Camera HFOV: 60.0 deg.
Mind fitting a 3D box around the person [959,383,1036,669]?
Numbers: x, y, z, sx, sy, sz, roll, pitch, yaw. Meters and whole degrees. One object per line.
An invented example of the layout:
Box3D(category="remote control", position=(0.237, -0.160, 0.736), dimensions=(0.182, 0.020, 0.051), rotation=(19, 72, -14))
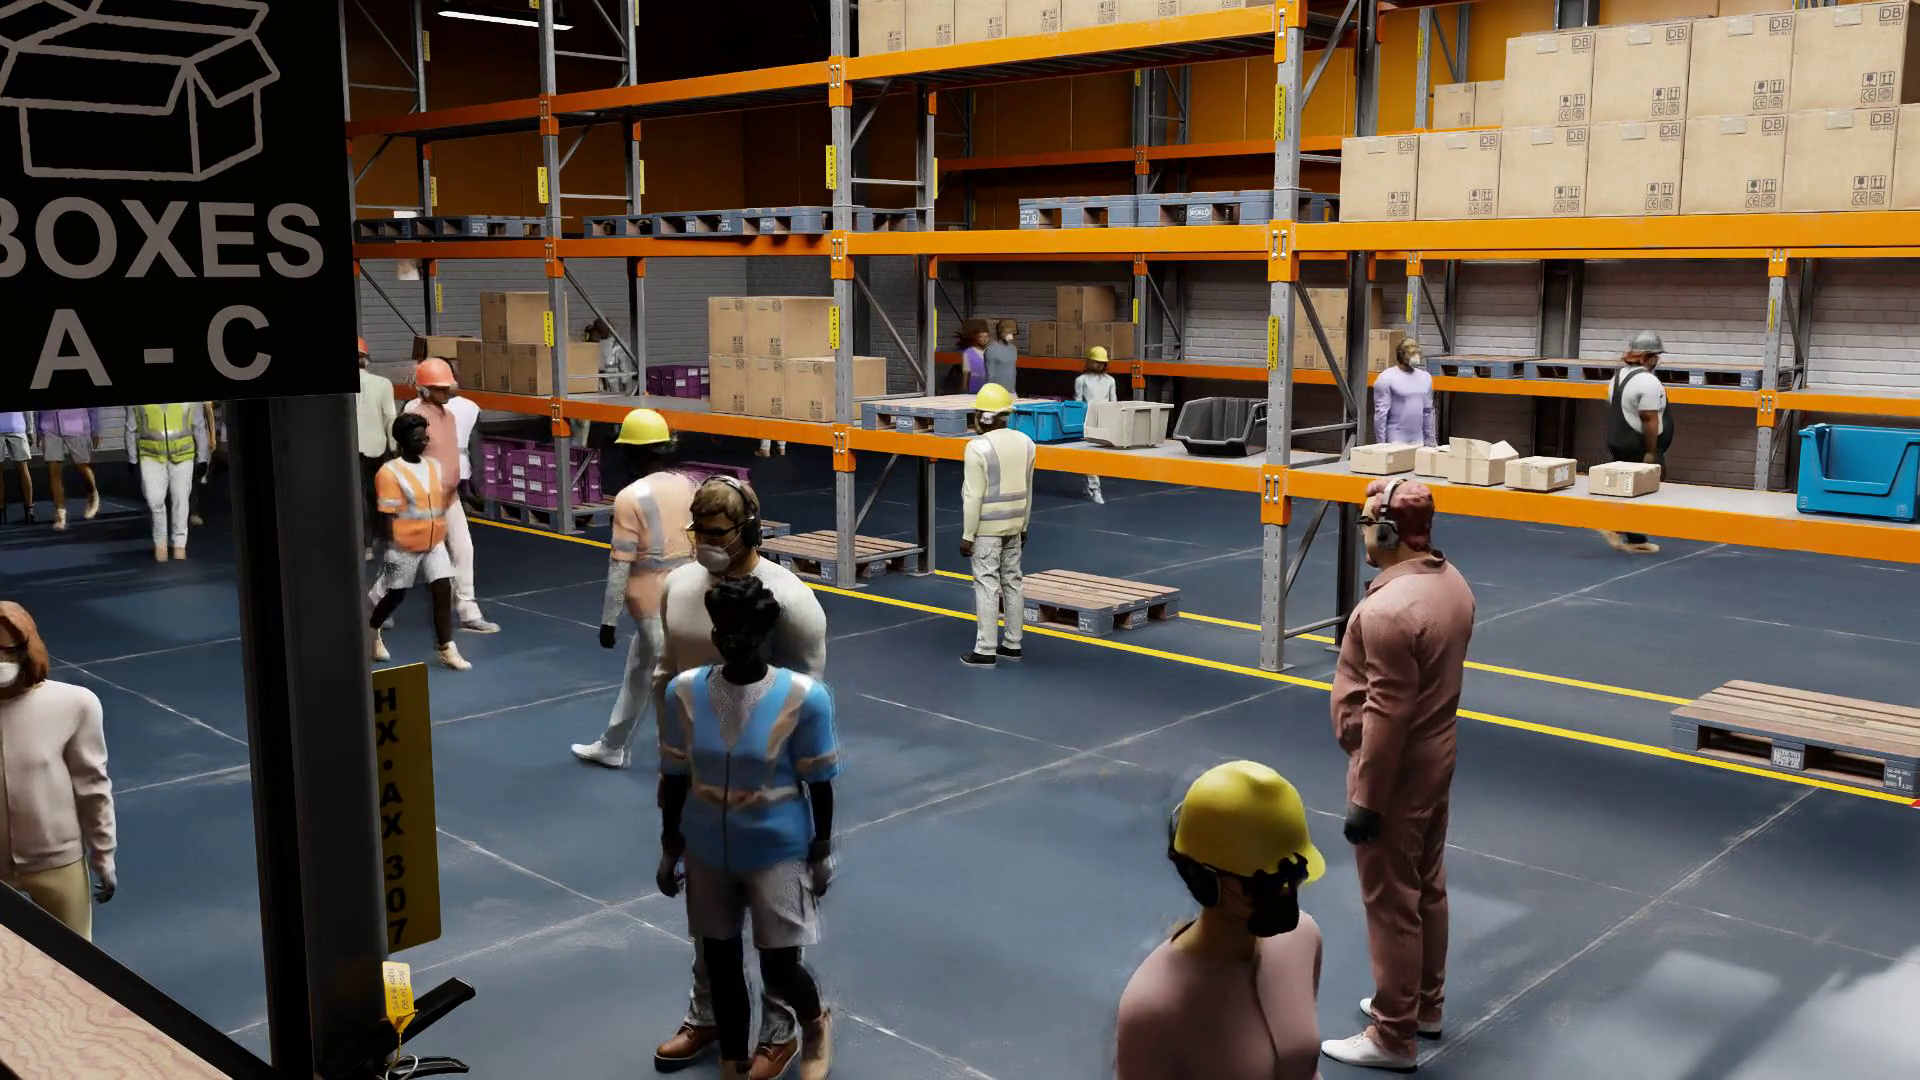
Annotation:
Box3D(category="person", position=(0.217, -0.091, 10.705), dimensions=(0.404, 1.831, 0.600), rotation=(9, 13, 43))

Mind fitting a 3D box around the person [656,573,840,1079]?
Box3D(category="person", position=(-0.626, 0.920, 4.950), dimensions=(0.542, 1.687, 0.382), rotation=(3, 10, 16))

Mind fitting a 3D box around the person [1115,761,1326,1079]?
Box3D(category="person", position=(0.469, 1.223, 2.893), dimensions=(0.540, 1.750, 0.387), rotation=(-8, 12, -42))

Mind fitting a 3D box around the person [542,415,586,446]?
Box3D(category="person", position=(-4.786, -1.510, 20.051), dimensions=(0.563, 1.607, 0.486), rotation=(1, 9, 7))

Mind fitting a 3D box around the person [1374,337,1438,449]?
Box3D(category="person", position=(4.124, -0.904, 15.383), dimensions=(0.689, 1.939, 0.422), rotation=(-5, 10, -27))

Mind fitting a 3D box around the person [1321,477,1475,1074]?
Box3D(category="person", position=(1.390, 0.745, 5.363), dimensions=(0.402, 1.904, 0.652), rotation=(6, 11, 34))

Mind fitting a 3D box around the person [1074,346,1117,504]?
Box3D(category="person", position=(1.496, -1.275, 18.399), dimensions=(0.505, 1.725, 0.749), rotation=(-4, 10, -21))

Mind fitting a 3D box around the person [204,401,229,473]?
Box3D(category="person", position=(-9.301, -1.699, 20.484), dimensions=(0.629, 1.872, 0.968), rotation=(1, 9, 3))

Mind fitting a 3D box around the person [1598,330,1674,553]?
Box3D(category="person", position=(6.019, -0.862, 14.799), dimensions=(0.623, 2.000, 0.701), rotation=(-1, 9, -7))

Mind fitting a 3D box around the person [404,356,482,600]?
Box3D(category="person", position=(-3.940, -0.456, 12.748), dimensions=(0.604, 1.897, 0.650), rotation=(-7, 12, -38))

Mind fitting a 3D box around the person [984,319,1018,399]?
Box3D(category="person", position=(0.503, -1.848, 21.205), dimensions=(0.530, 1.923, 0.632), rotation=(8, 12, 40))

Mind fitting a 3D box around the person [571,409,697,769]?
Box3D(category="person", position=(-1.551, 0.286, 8.266), dimensions=(0.980, 1.871, 0.604), rotation=(4, 10, 21))

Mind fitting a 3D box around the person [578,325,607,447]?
Box3D(category="person", position=(-4.799, -1.854, 21.508), dimensions=(0.563, 1.829, 0.792), rotation=(-7, 12, -37))

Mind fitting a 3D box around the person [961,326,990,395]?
Box3D(category="person", position=(0.211, -1.949, 22.170), dimensions=(0.576, 1.818, 0.867), rotation=(-7, 12, -38))

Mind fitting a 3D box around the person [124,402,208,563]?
Box3D(category="person", position=(-6.895, -0.706, 14.491), dimensions=(0.660, 1.823, 0.595), rotation=(-5, 11, -28))

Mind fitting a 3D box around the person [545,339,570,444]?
Box3D(category="person", position=(-5.866, -2.311, 24.037), dimensions=(0.613, 1.918, 0.830), rotation=(2, 9, 10))

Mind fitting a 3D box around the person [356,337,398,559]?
Box3D(category="person", position=(-5.393, -0.839, 14.919), dimensions=(0.633, 1.941, 0.996), rotation=(-5, 10, -27))

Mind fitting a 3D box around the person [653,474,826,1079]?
Box3D(category="person", position=(-0.711, 0.751, 5.235), dimensions=(0.629, 1.936, 0.373), rotation=(5, 11, 30))

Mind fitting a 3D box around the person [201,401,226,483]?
Box3D(category="person", position=(-8.815, -1.573, 19.923), dimensions=(0.482, 1.817, 0.960), rotation=(7, 11, 35))

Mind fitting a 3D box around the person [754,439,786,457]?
Box3D(category="person", position=(-2.610, -2.064, 22.773), dimensions=(0.633, 1.842, 0.429), rotation=(-9, 13, -43))

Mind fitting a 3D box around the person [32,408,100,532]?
Box3D(category="person", position=(-8.863, -1.125, 16.521), dimensions=(0.616, 2.015, 0.950), rotation=(-2, 9, -11))

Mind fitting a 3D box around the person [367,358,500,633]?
Box3D(category="person", position=(-3.757, -0.299, 11.623), dimensions=(0.933, 1.962, 0.619), rotation=(2, 10, 13))

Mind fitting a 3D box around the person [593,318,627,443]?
Box3D(category="person", position=(-5.196, -2.383, 24.734), dimensions=(0.600, 1.853, 0.725), rotation=(1, 9, 9))

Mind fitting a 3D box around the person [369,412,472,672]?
Box3D(category="person", position=(-3.536, 0.004, 10.640), dimensions=(0.824, 1.664, 0.537), rotation=(5, 11, 29))

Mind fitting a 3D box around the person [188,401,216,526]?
Box3D(category="person", position=(-7.846, -1.080, 16.864), dimensions=(0.511, 1.811, 0.939), rotation=(-7, 11, -35))

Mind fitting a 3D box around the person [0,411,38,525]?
Box3D(category="person", position=(-9.602, -1.118, 16.692), dimensions=(0.547, 1.934, 0.376), rotation=(-6, 11, -33))

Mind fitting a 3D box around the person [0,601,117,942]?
Box3D(category="person", position=(-2.729, 0.968, 4.846), dimensions=(0.500, 1.628, 0.276), rotation=(-5, 10, -26))
